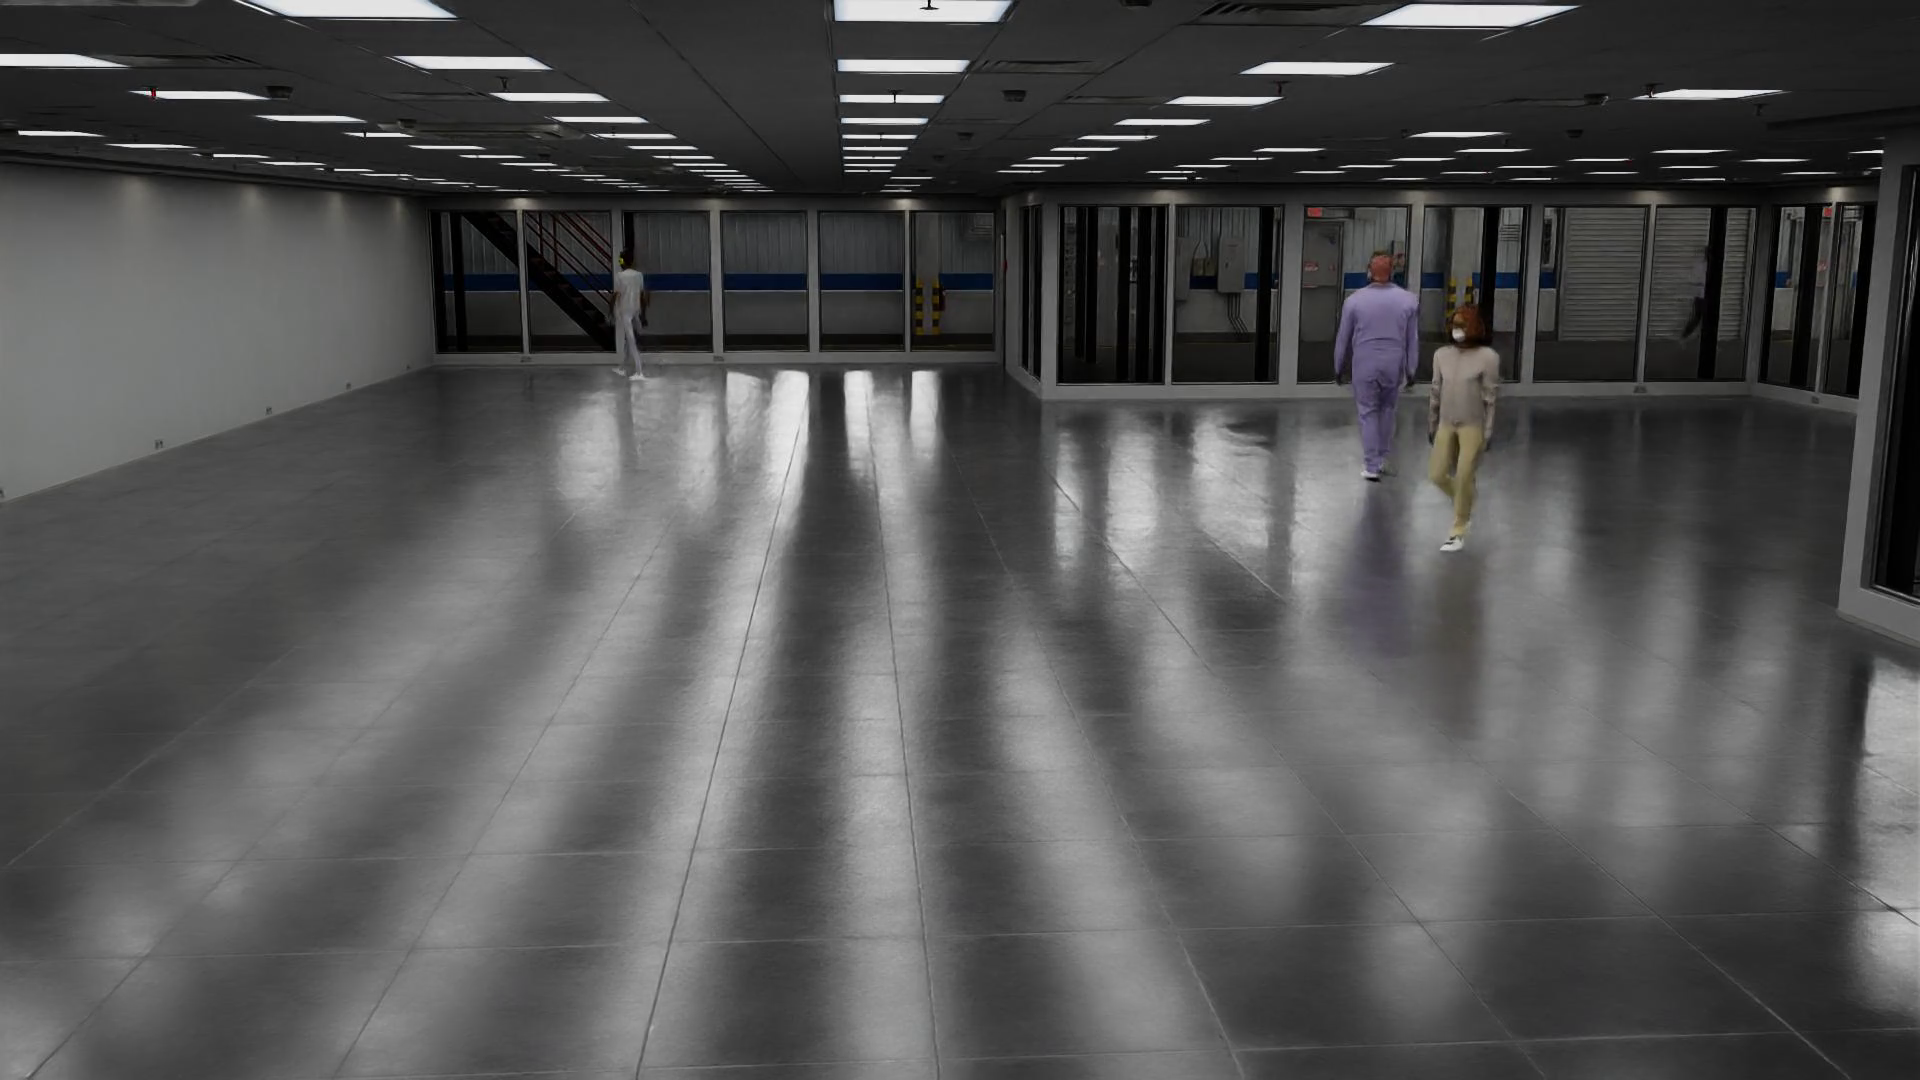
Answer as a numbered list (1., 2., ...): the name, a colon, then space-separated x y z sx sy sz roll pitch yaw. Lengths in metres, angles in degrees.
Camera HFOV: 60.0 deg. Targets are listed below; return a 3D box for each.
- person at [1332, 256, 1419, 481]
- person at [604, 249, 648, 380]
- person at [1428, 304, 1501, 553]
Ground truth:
1. person: 3.522 -1.474 14.210 0.670 1.870 0.882 0 11 0
2. person: -4.777 -3.177 23.549 0.907 1.834 0.515 8 13 36
3. person: 3.310 -0.736 10.910 0.437 1.618 0.513 -10 14 -42
